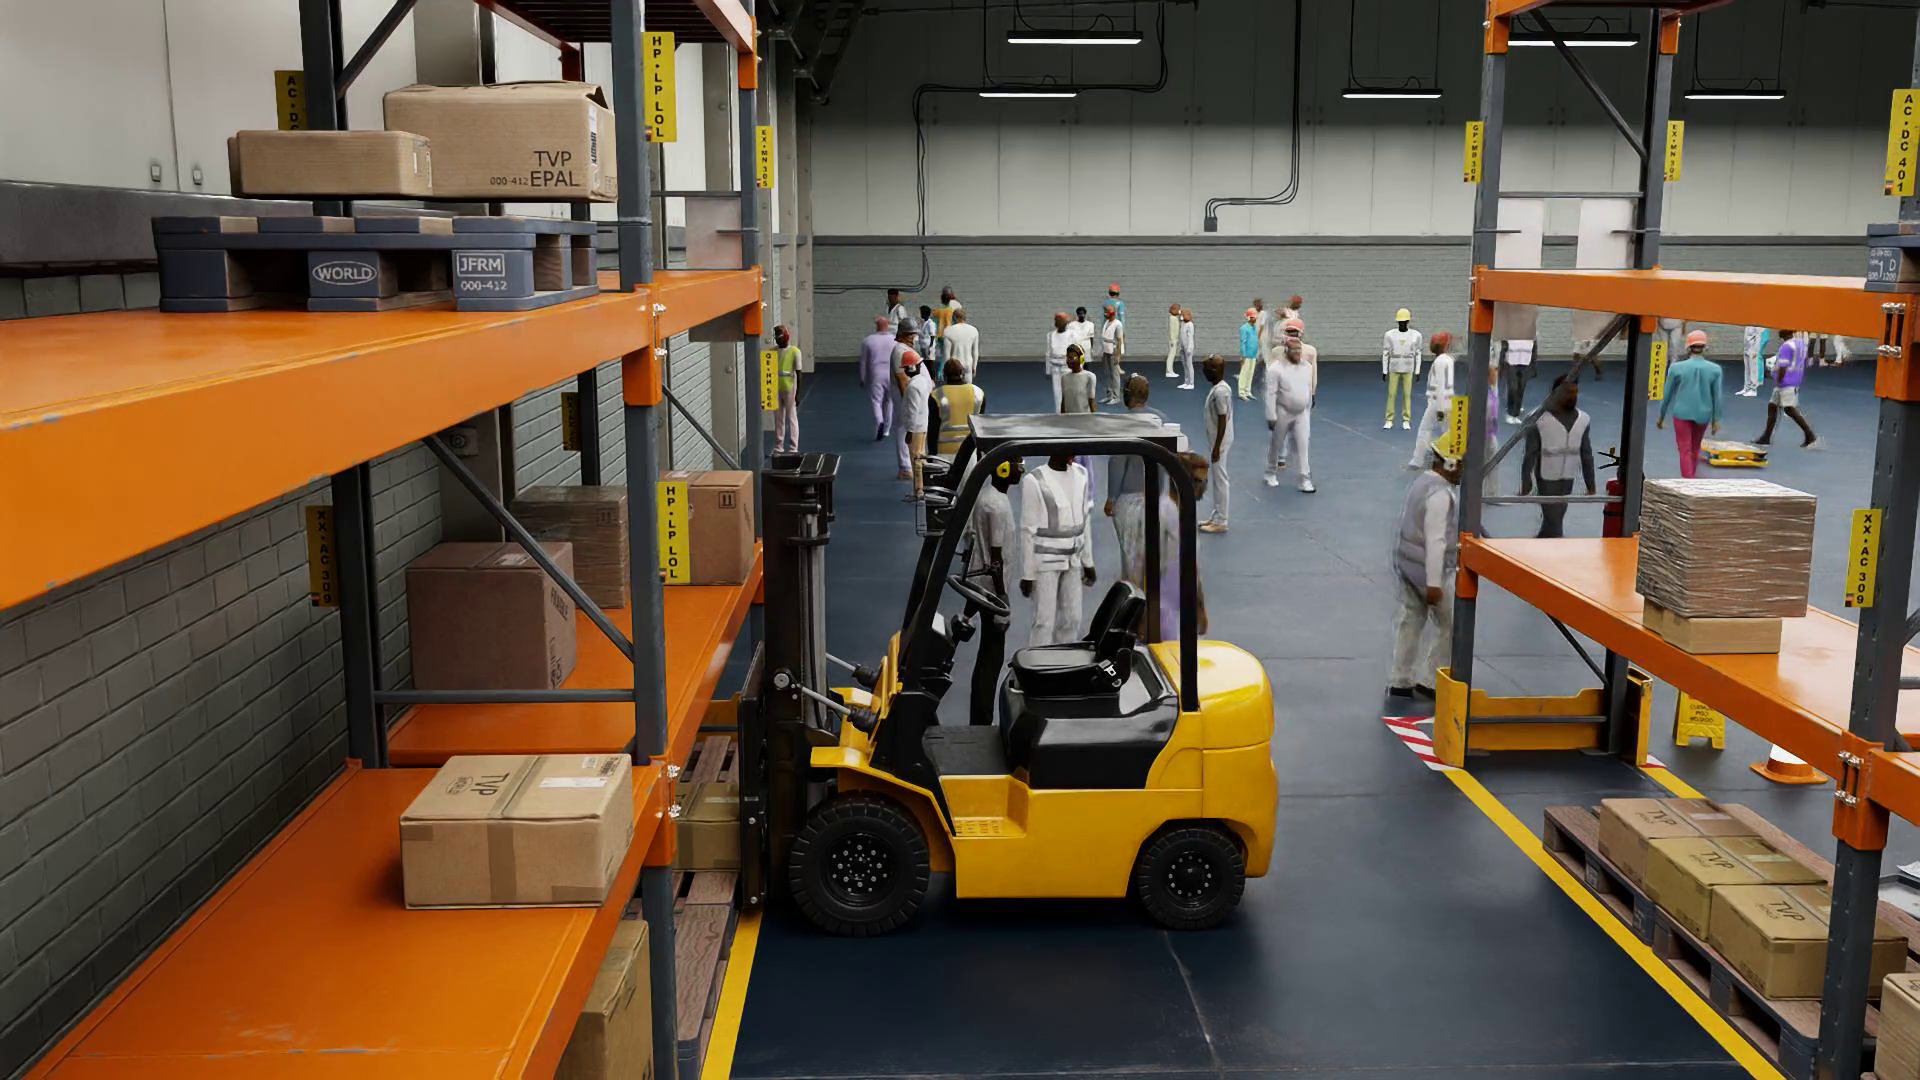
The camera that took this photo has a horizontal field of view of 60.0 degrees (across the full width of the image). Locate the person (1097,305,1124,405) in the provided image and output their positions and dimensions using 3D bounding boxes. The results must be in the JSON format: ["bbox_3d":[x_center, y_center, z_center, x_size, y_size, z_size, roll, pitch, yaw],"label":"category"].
[{"bbox_3d":[2.803,-3.404,30.588,0.389,1.838,0.563,-4,11,-21],"label":"person"}]

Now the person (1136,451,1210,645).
[{"bbox_3d":[1.277,0.411,9.401,0.768,1.811,0.536,5,11,27],"label":"person"}]

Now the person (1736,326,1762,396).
[{"bbox_3d":[15.381,-3.676,32.369,0.295,1.743,0.493,0,10,1],"label":"person"}]

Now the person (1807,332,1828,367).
[{"bbox_3d":[20.684,-5.191,39.981,0.394,2.039,0.614,-9,14,-42],"label":"person"}]

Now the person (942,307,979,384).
[{"bbox_3d":[-0.006,-2.782,26.846,0.631,1.939,0.372,-5,11,-24],"label":"person"}]

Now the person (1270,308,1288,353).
[{"bbox_3d":[6.616,-3.962,34.299,0.379,1.624,0.520,-3,11,-15],"label":"person"}]

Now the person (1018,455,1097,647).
[{"bbox_3d":[0.604,0.159,10.631,0.355,1.877,0.591,10,14,44],"label":"person"}]

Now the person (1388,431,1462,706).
[{"bbox_3d":[3.035,0.193,10.649,0.517,1.797,0.652,0,10,1],"label":"person"}]

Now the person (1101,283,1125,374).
[{"bbox_3d":[3.479,-4.762,37.572,0.607,2.048,0.368,8,13,39],"label":"person"}]

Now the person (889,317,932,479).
[{"bbox_3d":[-0.621,-1.802,21.101,0.538,2.000,0.683,0,10,1],"label":"person"}]

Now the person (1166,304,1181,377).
[{"bbox_3d":[4.737,-4.421,36.850,0.280,1.627,0.499,3,11,15],"label":"person"}]

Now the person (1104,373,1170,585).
[{"bbox_3d":[1.413,-0.375,13.437,0.628,1.940,0.373,-8,13,-38],"label":"person"}]

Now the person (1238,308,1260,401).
[{"bbox_3d":[5.471,-3.498,31.344,0.342,1.750,0.568,8,13,38],"label":"person"}]

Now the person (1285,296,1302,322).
[{"bbox_3d":[6.922,-4.228,35.133,0.503,1.850,0.711,9,14,42],"label":"person"}]

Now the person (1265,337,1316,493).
[{"bbox_3d":[3.969,-1.521,20.066,0.664,1.857,1.014,-3,11,-16],"label":"person"}]

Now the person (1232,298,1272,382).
[{"bbox_3d":[6.299,-4.225,35.298,0.928,1.781,0.508,-4,11,-19],"label":"person"}]

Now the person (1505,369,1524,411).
[{"bbox_3d":[9.813,-3.085,29.365,0.306,1.640,0.522,9,13,41],"label":"person"}]

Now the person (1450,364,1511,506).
[{"bbox_3d":[5.900,-1.200,18.924,0.721,1.608,0.518,8,13,38],"label":"person"}]

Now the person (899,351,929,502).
[{"bbox_3d":[-0.535,-1.303,19.141,0.336,1.743,0.561,2,10,10],"label":"person"}]

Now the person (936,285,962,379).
[{"bbox_3d":[-0.294,-4.533,36.312,0.538,2.000,0.684,8,13,36],"label":"person"}]

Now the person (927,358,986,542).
[{"bbox_3d":[-0.050,-0.885,16.563,0.619,1.839,0.430,-4,11,-22],"label":"person"}]

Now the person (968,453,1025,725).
[{"bbox_3d":[0.212,0.323,9.785,0.320,1.861,0.504,-1,10,-6],"label":"person"}]

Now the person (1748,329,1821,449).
[{"bbox_3d":[12.042,-2.282,24.100,0.944,1.933,0.610,7,12,35],"label":"person"}]

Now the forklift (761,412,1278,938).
[{"bbox_3d":[0.291,0.548,7.580,2.313,2.155,1.214,0,10,-2],"label":"forklift"}]

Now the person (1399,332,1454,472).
[{"bbox_3d":[6.240,-1.753,21.411,0.994,1.844,0.584,6,12,30],"label":"person"}]

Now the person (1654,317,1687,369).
[{"bbox_3d":[16.639,-5.017,39.010,0.694,2.000,0.769,7,12,33],"label":"person"}]

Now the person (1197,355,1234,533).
[{"bbox_3d":[2.640,-0.987,17.126,0.351,1.838,0.507,2,10,9],"label":"person"}]

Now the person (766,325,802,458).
[{"bbox_3d":[-2.415,-2.043,22.981,0.563,1.847,0.394,7,12,35],"label":"person"}]

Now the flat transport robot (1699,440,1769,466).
[{"bbox_3d":[10.422,-1.188,22.607,0.652,0.197,1.431,1,10,8],"label":"flat transport robot"}]

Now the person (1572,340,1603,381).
[{"bbox_3d":[13.255,-4.267,35.194,0.791,1.917,0.542,-6,12,-30],"label":"person"}]

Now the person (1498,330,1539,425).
[{"bbox_3d":[9.160,-2.824,27.186,0.636,1.897,0.663,-1,10,-4],"label":"person"}]

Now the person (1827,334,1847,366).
[{"bbox_3d":[21.102,-5.121,39.956,0.508,1.908,0.650,1,10,8],"label":"person"}]

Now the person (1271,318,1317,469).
[{"bbox_3d":[4.392,-1.923,21.921,0.608,1.987,0.391,2,10,9],"label":"person"}]

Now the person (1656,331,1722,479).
[{"bbox_3d":[8.455,-1.447,19.349,0.626,1.944,0.985,1,10,5],"label":"person"}]

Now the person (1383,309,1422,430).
[{"bbox_3d":[7.042,-2.720,26.527,0.591,1.926,0.386,3,11,17],"label":"person"}]

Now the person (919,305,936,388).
[{"bbox_3d":[-0.677,-3.943,33.993,0.317,1.691,0.540,-5,11,-24],"label":"person"}]

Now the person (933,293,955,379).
[{"bbox_3d":[-0.274,-4.409,36.085,0.608,1.878,0.871,5,11,25],"label":"person"}]

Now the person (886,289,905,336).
[{"bbox_3d":[-1.471,-4.582,36.793,0.367,1.966,0.606,-8,13,-38],"label":"person"}]

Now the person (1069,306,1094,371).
[{"bbox_3d":[2.428,-3.840,33.408,0.540,1.695,0.317,-1,10,-6],"label":"person"}]

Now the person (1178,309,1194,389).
[{"bbox_3d":[4.614,-3.893,33.915,0.287,1.629,0.500,-3,10,-14],"label":"person"}]

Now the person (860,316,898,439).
[{"bbox_3d":[-1.169,-2.459,25.252,0.643,1.874,0.842,-2,10,-10],"label":"person"}]

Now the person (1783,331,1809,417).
[{"bbox_3d":[14.347,-3.073,28.522,0.391,1.920,0.593,3,11,18],"label":"person"}]

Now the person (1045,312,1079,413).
[{"bbox_3d":[1.623,-2.707,26.601,0.605,1.871,0.419,6,12,29],"label":"person"}]

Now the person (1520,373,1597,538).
[{"bbox_3d":[5.169,-0.486,14.233,0.607,1.874,0.910,-4,11,-20],"label":"person"}]

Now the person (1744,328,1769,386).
[{"bbox_3d":[16.605,-4.116,34.579,0.360,1.834,0.521,8,13,38],"label":"person"}]

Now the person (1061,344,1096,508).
[{"bbox_3d":[1.312,-1.269,18.655,0.498,1.861,0.326,9,14,41],"label":"person"}]
